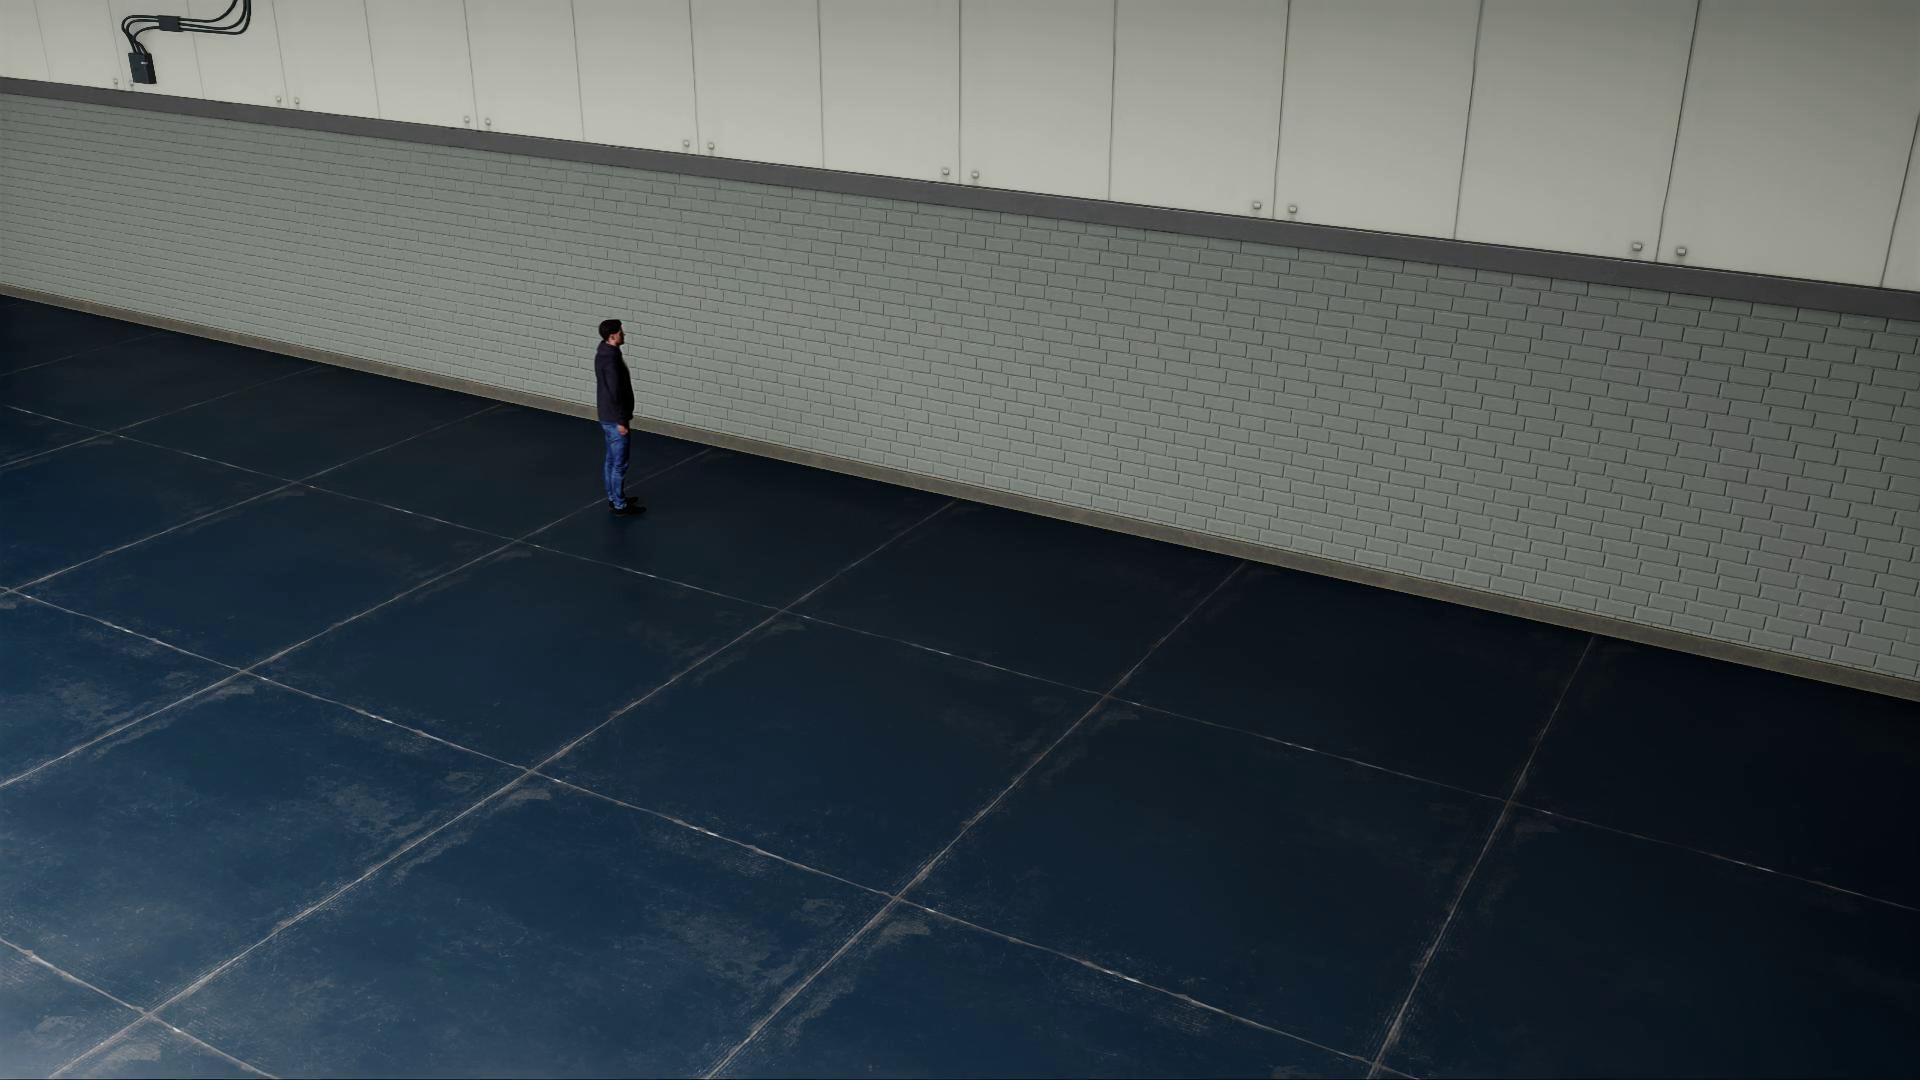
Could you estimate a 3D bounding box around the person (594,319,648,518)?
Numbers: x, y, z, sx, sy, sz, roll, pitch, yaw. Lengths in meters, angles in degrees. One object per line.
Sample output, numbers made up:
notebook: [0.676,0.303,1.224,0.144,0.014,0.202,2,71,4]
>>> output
person: [-3.257,-1.159,15.661,0.781,1.894,0.760,-10,25,-22]
